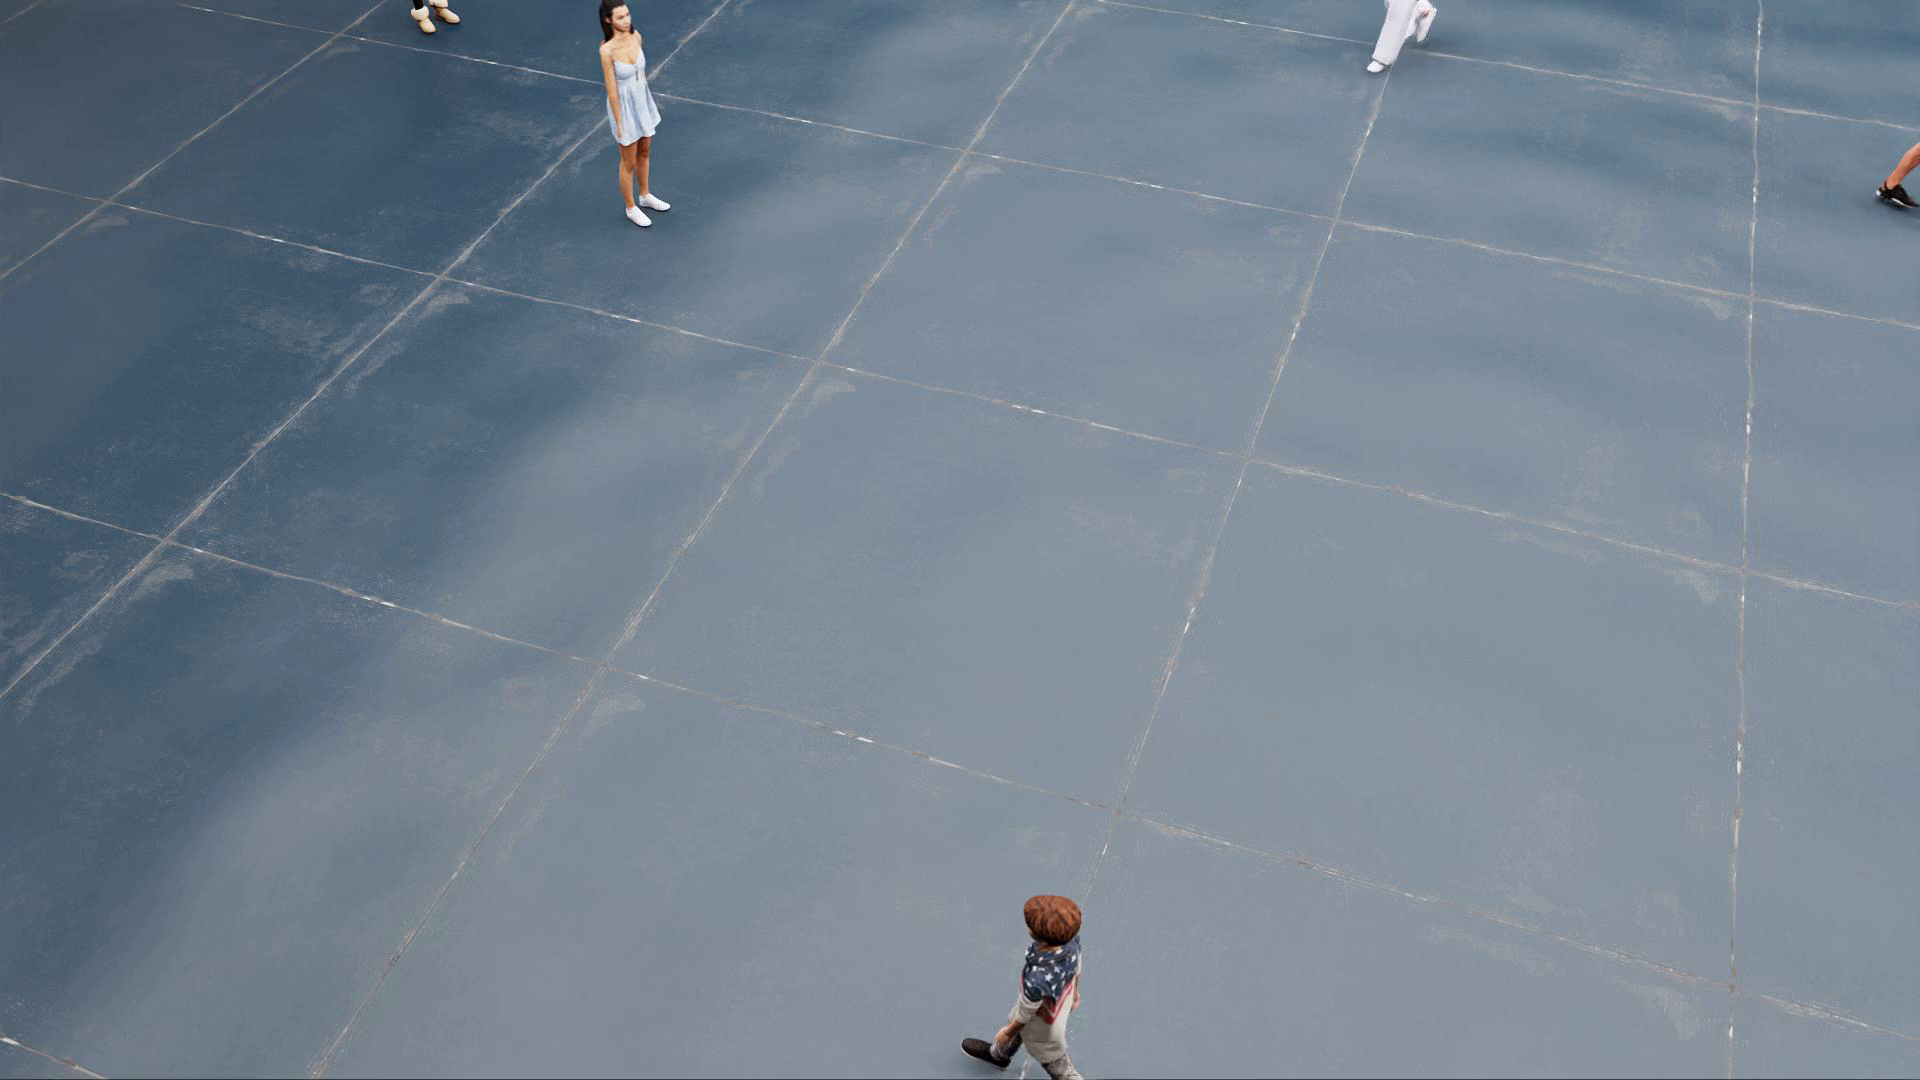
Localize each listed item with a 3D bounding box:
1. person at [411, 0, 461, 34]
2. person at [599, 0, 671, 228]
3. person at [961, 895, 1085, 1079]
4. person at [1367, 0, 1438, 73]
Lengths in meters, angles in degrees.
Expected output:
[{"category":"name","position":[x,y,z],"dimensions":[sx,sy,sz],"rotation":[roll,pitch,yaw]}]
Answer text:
[{"category":"person","position":[-4.749,-5.313,14.545],"dimensions":[0.688,1.659,0.684],"rotation":[34,52,31]},{"category":"person","position":[-2.419,-3.152,12.179],"dimensions":[0.573,1.730,0.615],"rotation":[20,47,20]},{"category":"person","position":[0.412,1.993,6.908],"dimensions":[0.981,1.405,0.547],"rotation":[17,46,18]},{"category":"person","position":[3.883,-4.933,13.963],"dimensions":[1.115,1.899,1.206],"rotation":[-30,51,-28]}]
